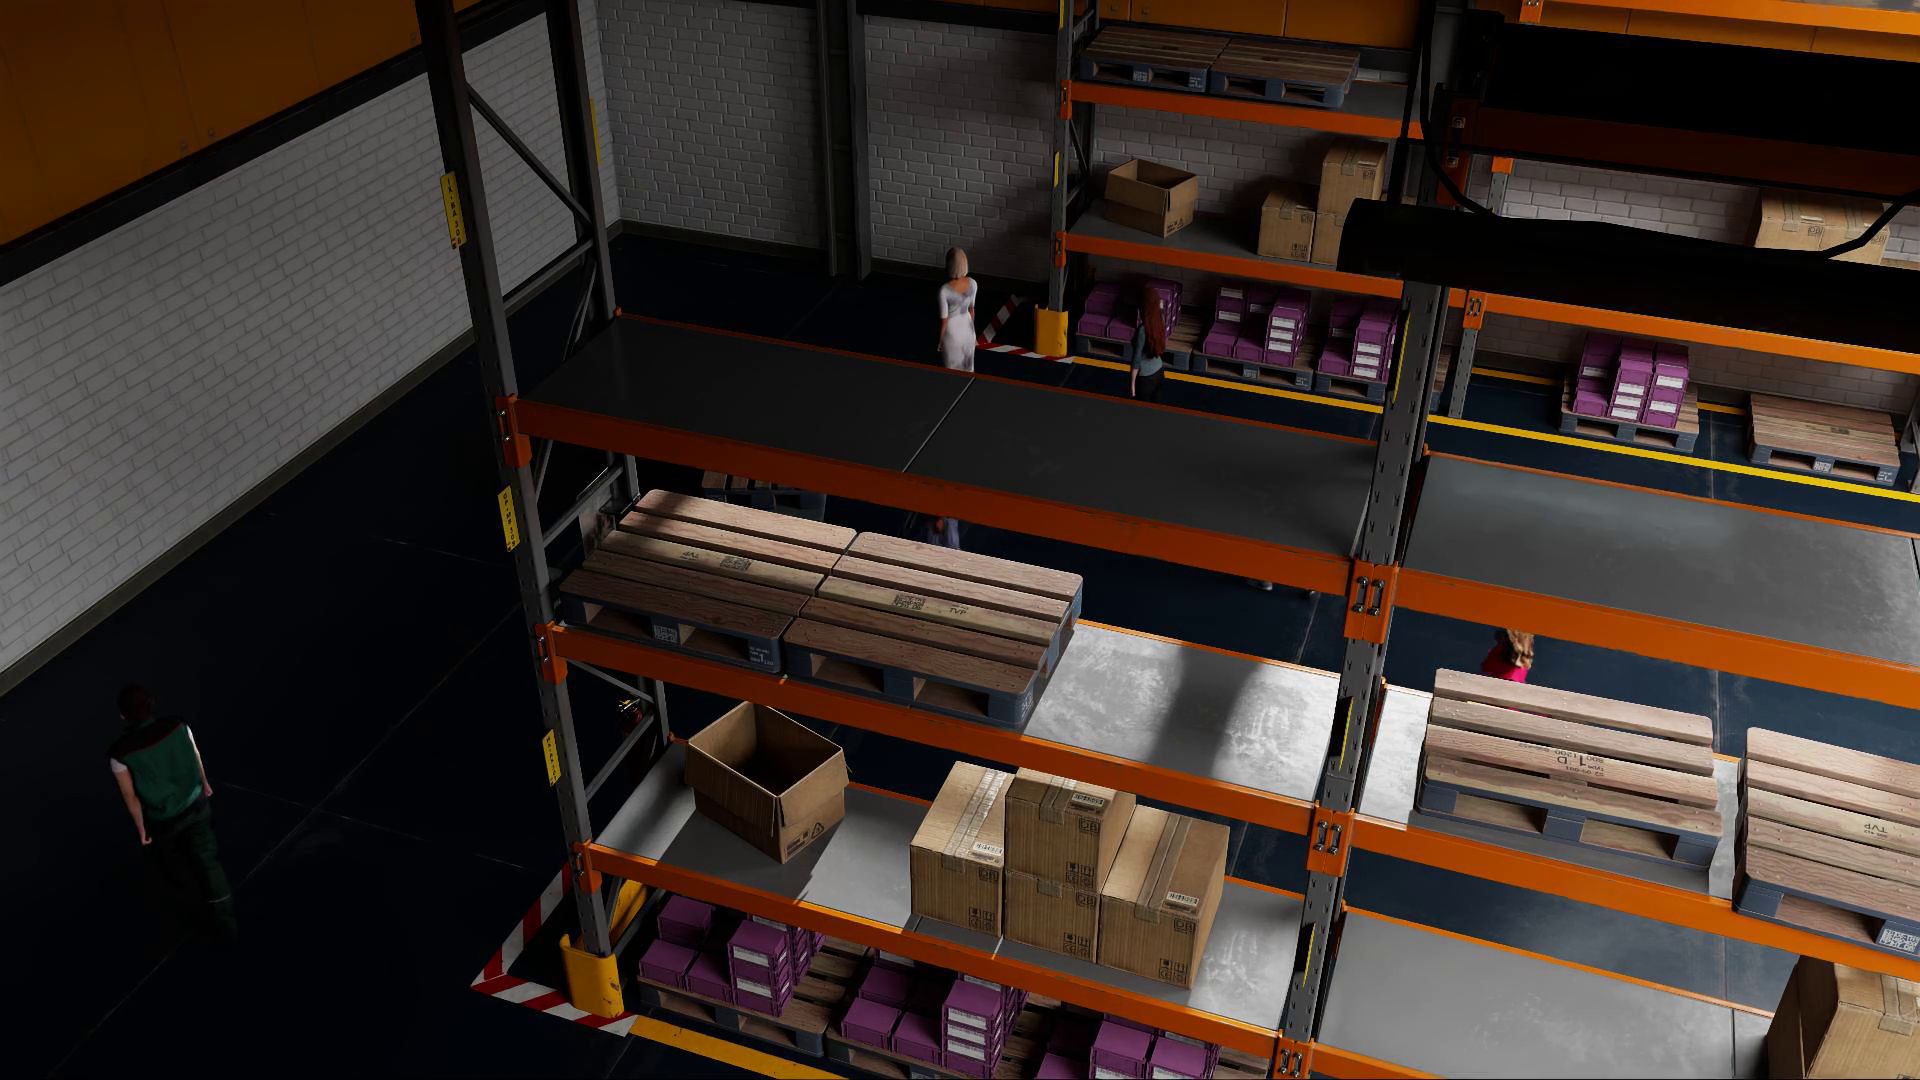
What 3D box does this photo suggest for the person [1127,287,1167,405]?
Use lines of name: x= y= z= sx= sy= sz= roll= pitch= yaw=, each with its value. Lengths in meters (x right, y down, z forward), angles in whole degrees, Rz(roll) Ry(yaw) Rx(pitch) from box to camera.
person: x=1.654 y=-1.417 z=14.638 sx=0.623 sy=1.739 sz=0.631 roll=24 pitch=40 yaw=31

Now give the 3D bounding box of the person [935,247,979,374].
person: x=-0.016 y=-1.876 z=15.317 sx=0.647 sy=1.751 sz=0.682 roll=-20 pitch=38 yaw=-27

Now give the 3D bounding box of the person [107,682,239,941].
person: x=-4.687 y=1.651 z=9.973 sx=0.996 sy=1.795 sz=1.251 roll=-28 pitch=43 yaw=-35
